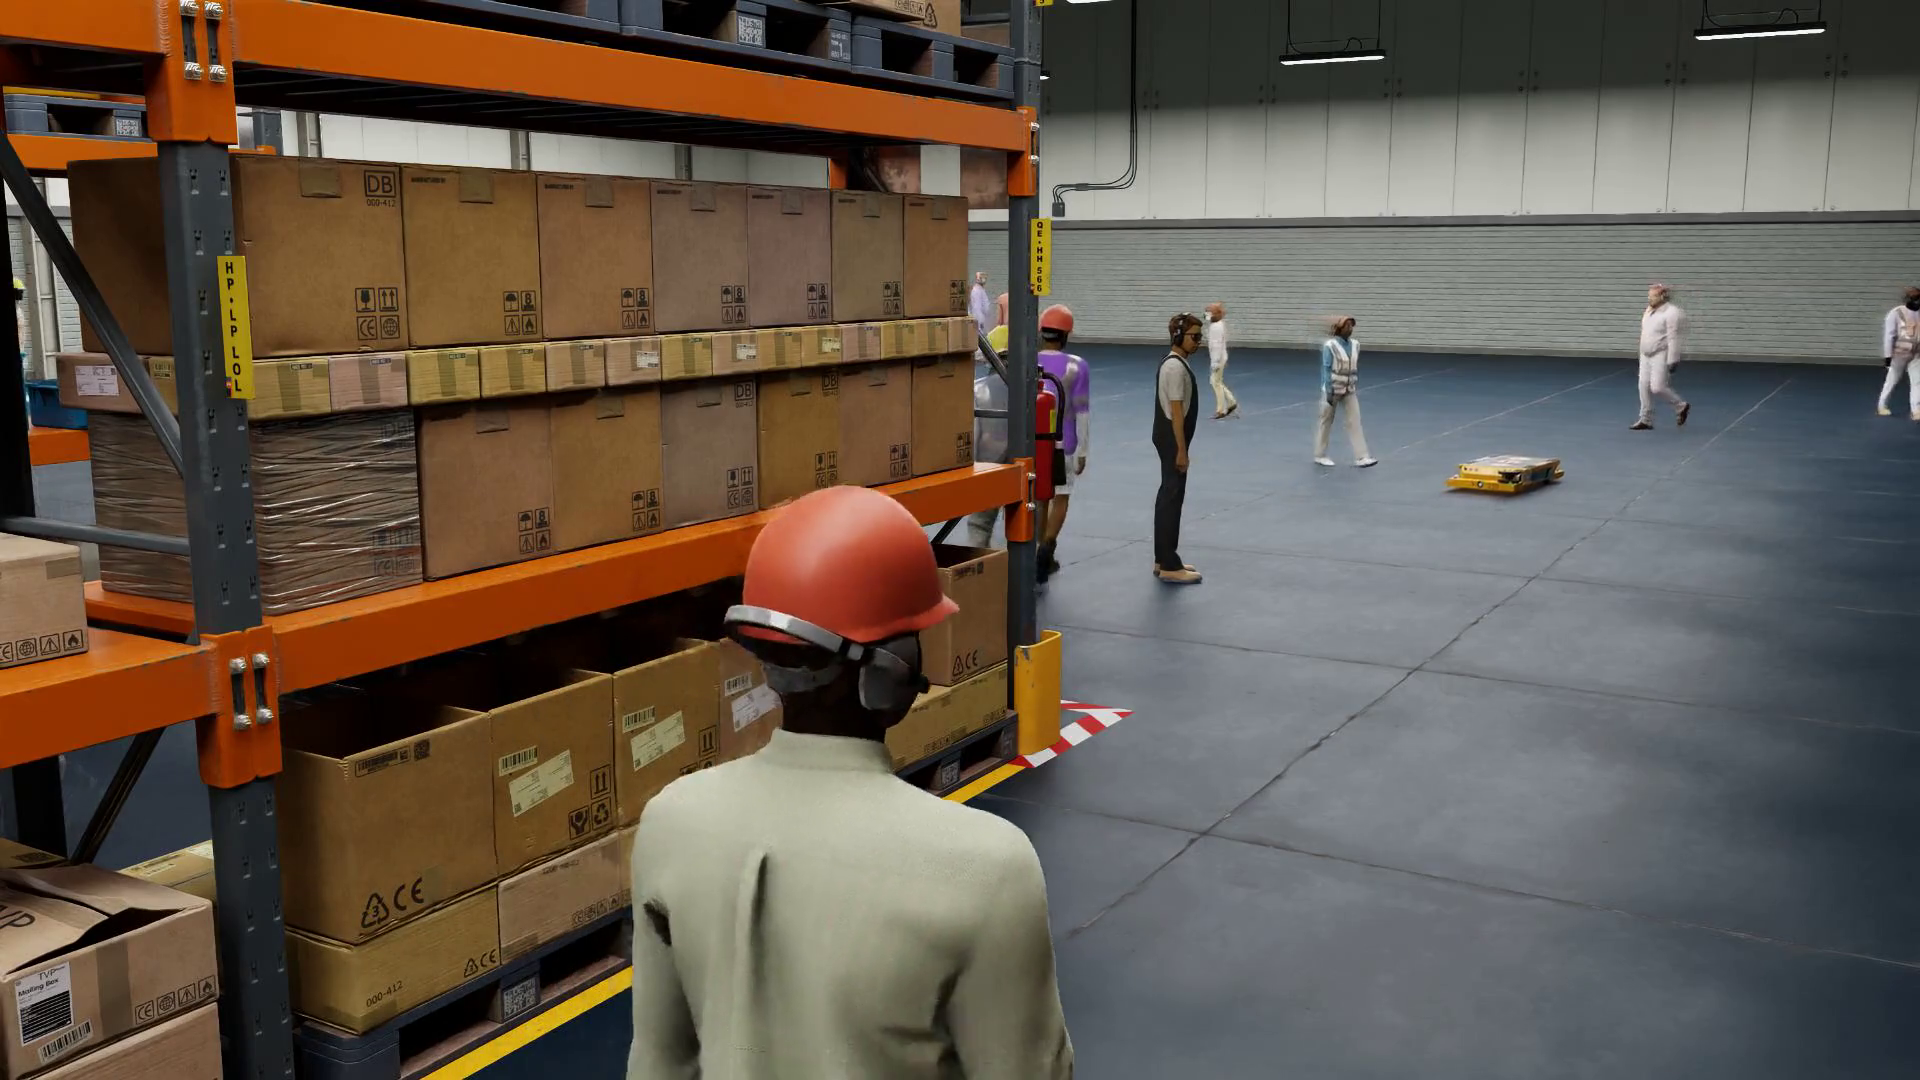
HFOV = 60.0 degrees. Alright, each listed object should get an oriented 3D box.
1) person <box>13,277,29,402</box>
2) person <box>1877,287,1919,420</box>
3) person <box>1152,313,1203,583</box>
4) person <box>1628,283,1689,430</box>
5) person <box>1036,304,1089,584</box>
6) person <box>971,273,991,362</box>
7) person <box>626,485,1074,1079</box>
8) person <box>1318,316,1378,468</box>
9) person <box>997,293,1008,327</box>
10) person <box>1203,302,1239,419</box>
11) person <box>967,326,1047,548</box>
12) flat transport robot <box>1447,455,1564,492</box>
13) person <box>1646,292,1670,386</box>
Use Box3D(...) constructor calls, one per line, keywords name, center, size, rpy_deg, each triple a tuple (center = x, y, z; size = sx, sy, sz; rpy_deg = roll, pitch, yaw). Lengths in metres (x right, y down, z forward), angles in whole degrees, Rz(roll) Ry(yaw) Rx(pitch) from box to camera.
Box3D(name="person", center=(-14.418, -3.031, 25.256), size=(0.571, 1.914, 0.591), rpy_deg=(-4, 11, -24))
Box3D(name="person", center=(13.015, -2.573, 22.906), size=(0.634, 1.809, 0.922), rpy_deg=(0, 10, 2))
Box3D(name="person", center=(1.494, -0.633, 11.432), size=(0.345, 1.841, 0.506), rpy_deg=(0, 10, 2))
Box3D(name="person", center=(8.969, -2.335, 21.273), size=(0.638, 1.883, 0.666), rpy_deg=(-2, 10, -13))
Box3D(name="person", center=(0.599, -0.649, 11.350), size=(0.544, 1.911, 0.829), rpy_deg=(3, 10, 16))
Box3D(name="person", center=(0.450, -4.654, 34.921), size=(0.424, 1.877, 0.734), rpy_deg=(2, 10, 13))
Box3D(name="person", center=(-0.182, 0.909, 2.102), size=(0.605, 1.959, 1.009), rpy_deg=(8, 12, 38))
Box3D(name="person", center=(4.041, -1.539, 17.419), size=(0.538, 1.593, 0.838), rpy_deg=(-5, 11, -29))
Box3D(name="person", center=(0.888, -3.250, 26.303), size=(0.612, 1.995, 0.376), rpy_deg=(4, 10, 20))
Box3D(name="person", center=(3.566, -2.451, 22.742), size=(0.552, 1.602, 0.551), rpy_deg=(0, 10, -1))
Box3D(name="person", center=(0.232, -0.407, 10.221), size=(0.613, 1.794, 0.849), rpy_deg=(-3, 10, -18))
Box3D(name="flat transport robot", center=(5.328, -0.662, 16.189), size=(0.652, 0.197, 1.431), rpy_deg=(7, 12, 37))
Box3D(name="person", center=(11.990, -3.449, 28.502), size=(0.523, 1.639, 0.306), rpy_deg=(5, 11, 29))
